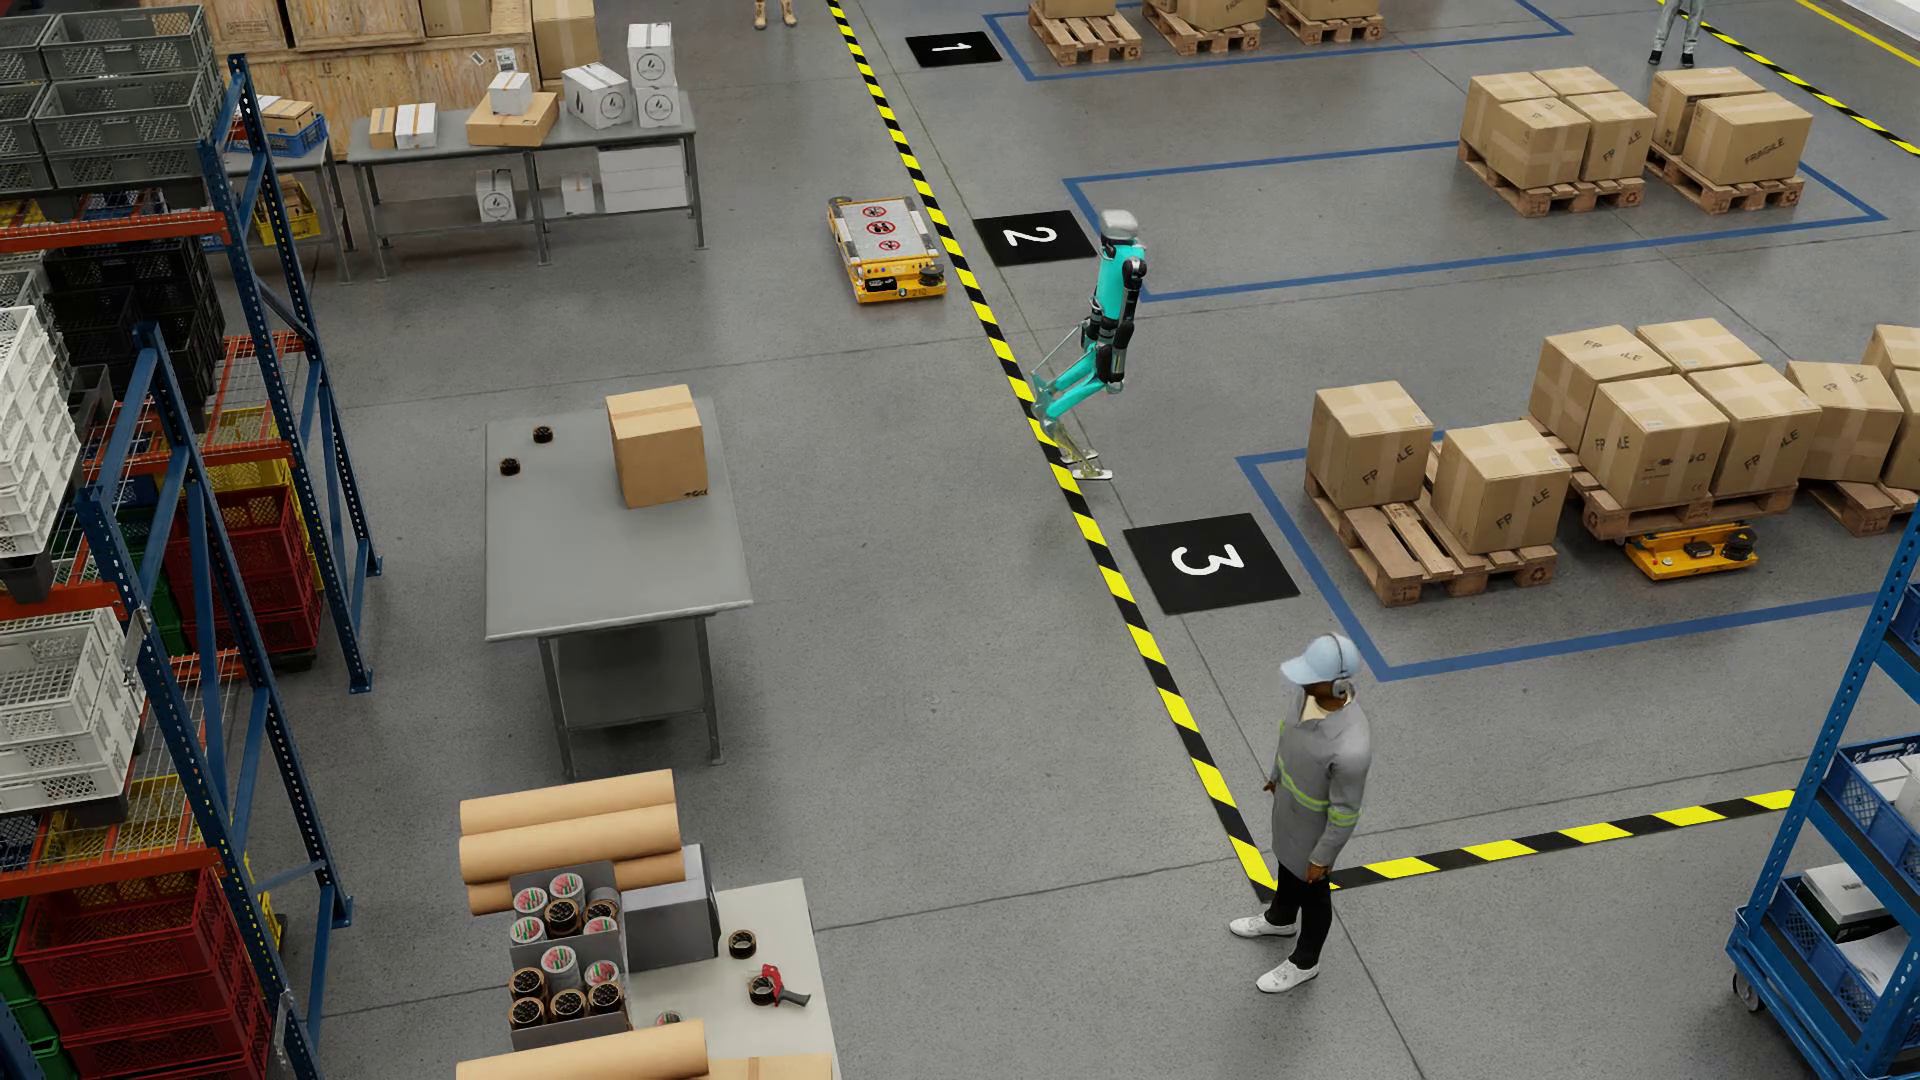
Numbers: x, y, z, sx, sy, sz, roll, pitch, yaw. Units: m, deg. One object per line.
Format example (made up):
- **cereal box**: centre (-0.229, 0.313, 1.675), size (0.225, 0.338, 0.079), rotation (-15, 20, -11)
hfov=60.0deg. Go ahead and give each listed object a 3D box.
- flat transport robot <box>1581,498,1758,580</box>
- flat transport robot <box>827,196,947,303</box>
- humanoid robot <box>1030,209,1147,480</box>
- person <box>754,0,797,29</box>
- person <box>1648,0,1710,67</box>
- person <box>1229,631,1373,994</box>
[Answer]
- **flat transport robot**: centre (4.062, -0.294, 9.926), size (0.652, 0.197, 1.431), rotation (-8, 37, -10)
- **flat transport robot**: centre (-0.570, -2.220, 12.538), size (0.659, 0.231, 1.431), rotation (-8, 37, -10)
- **humanoid robot**: centre (0.681, -1.106, 9.702), size (0.735, 1.671, 0.533), rotation (-7, 37, -10)
- **person**: centre (-1.832, -5.999, 16.141), size (0.604, 2.033, 0.395), rotation (-7, 37, -9)
- **person**: centre (6.815, -5.292, 15.365), size (0.587, 1.822, 0.403), rotation (10, 38, 13)
- **person**: centre (1.393, 1.098, 6.751), size (0.375, 1.853, 0.589), rotation (-7, 37, -9)
